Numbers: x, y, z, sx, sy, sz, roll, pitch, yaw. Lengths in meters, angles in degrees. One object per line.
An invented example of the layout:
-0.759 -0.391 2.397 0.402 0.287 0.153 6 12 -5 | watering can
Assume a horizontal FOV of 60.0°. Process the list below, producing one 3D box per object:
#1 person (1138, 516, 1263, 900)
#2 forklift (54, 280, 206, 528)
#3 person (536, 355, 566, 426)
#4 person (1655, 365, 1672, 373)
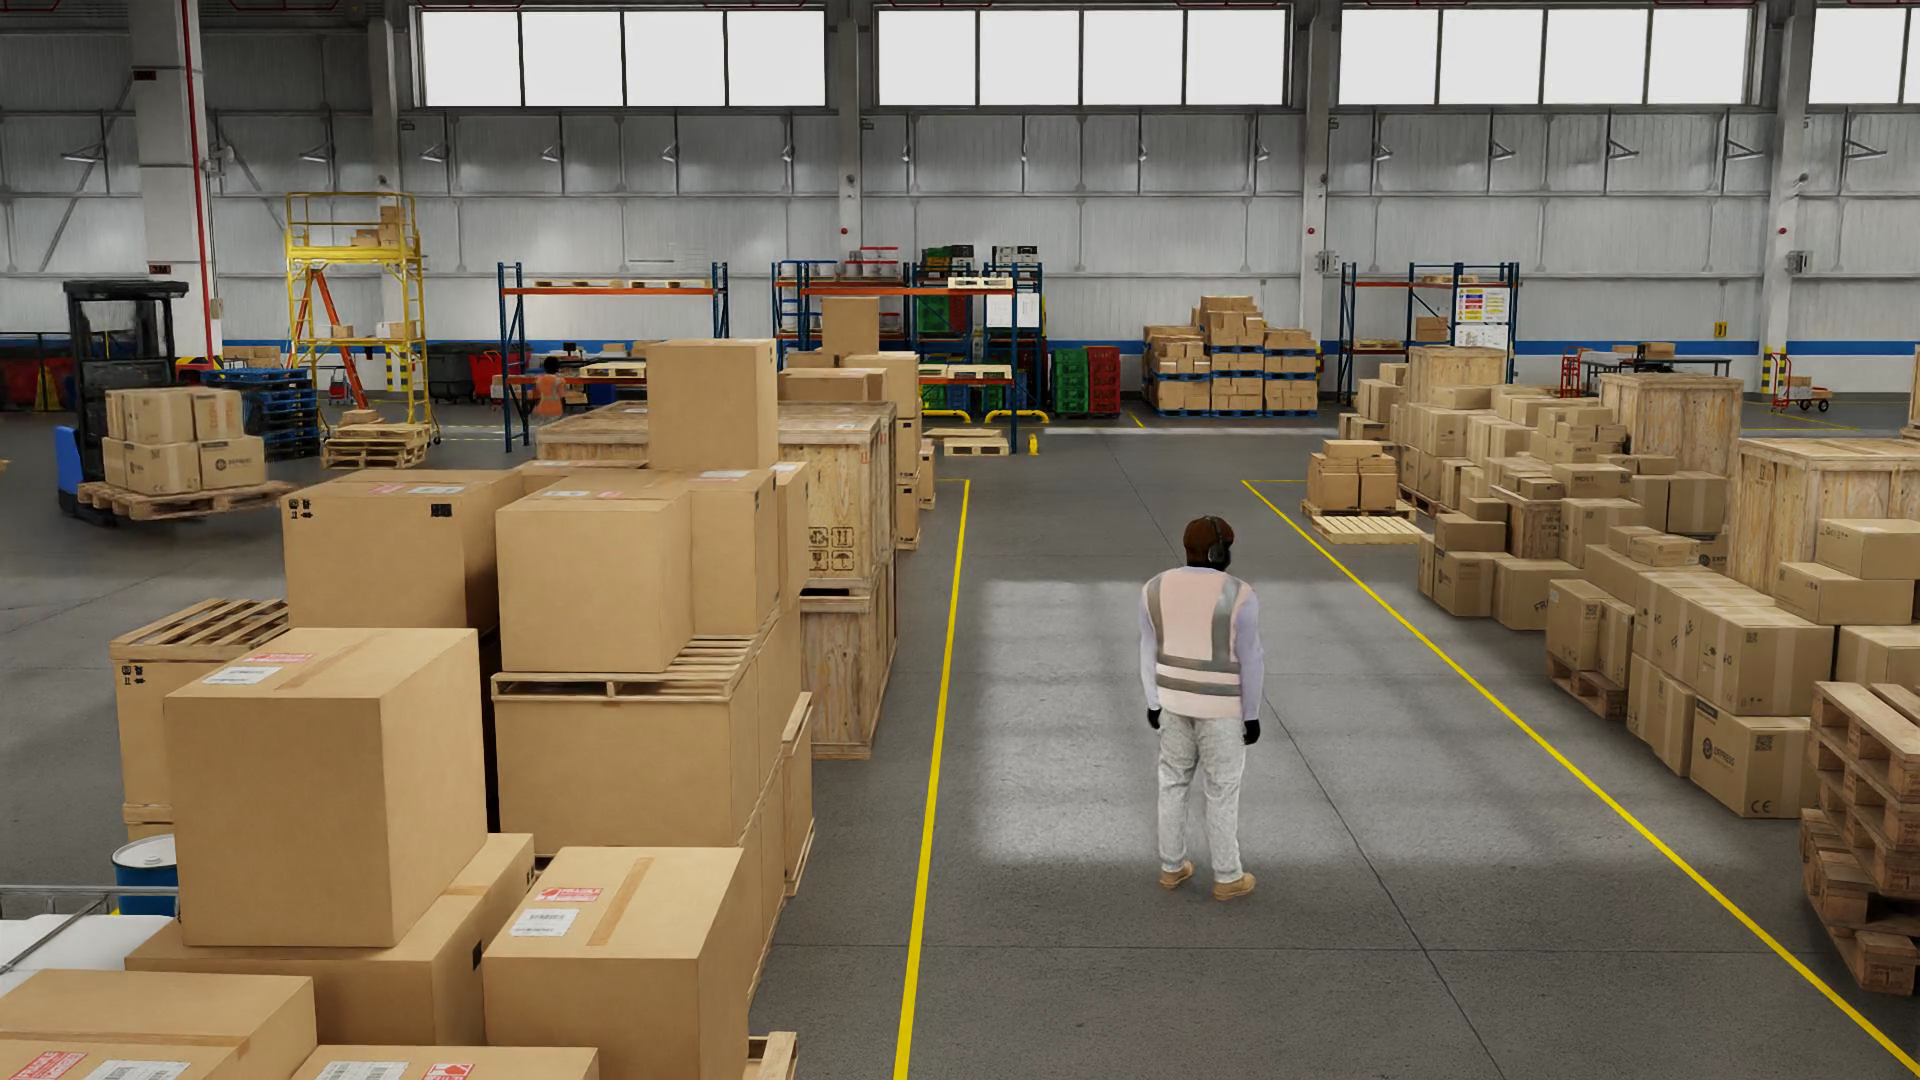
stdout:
1.169 0.799 7.973 0.619 1.840 0.430 7 12 35 | person
-9.926 -1.670 19.640 1.129 2.768 1.873 -9 13 -43 | forklift
-6.010 -1.880 24.491 0.539 1.680 0.390 5 10 25 | person
9.278 -1.471 22.043 0.539 1.686 0.362 -2 10 -14 | person
